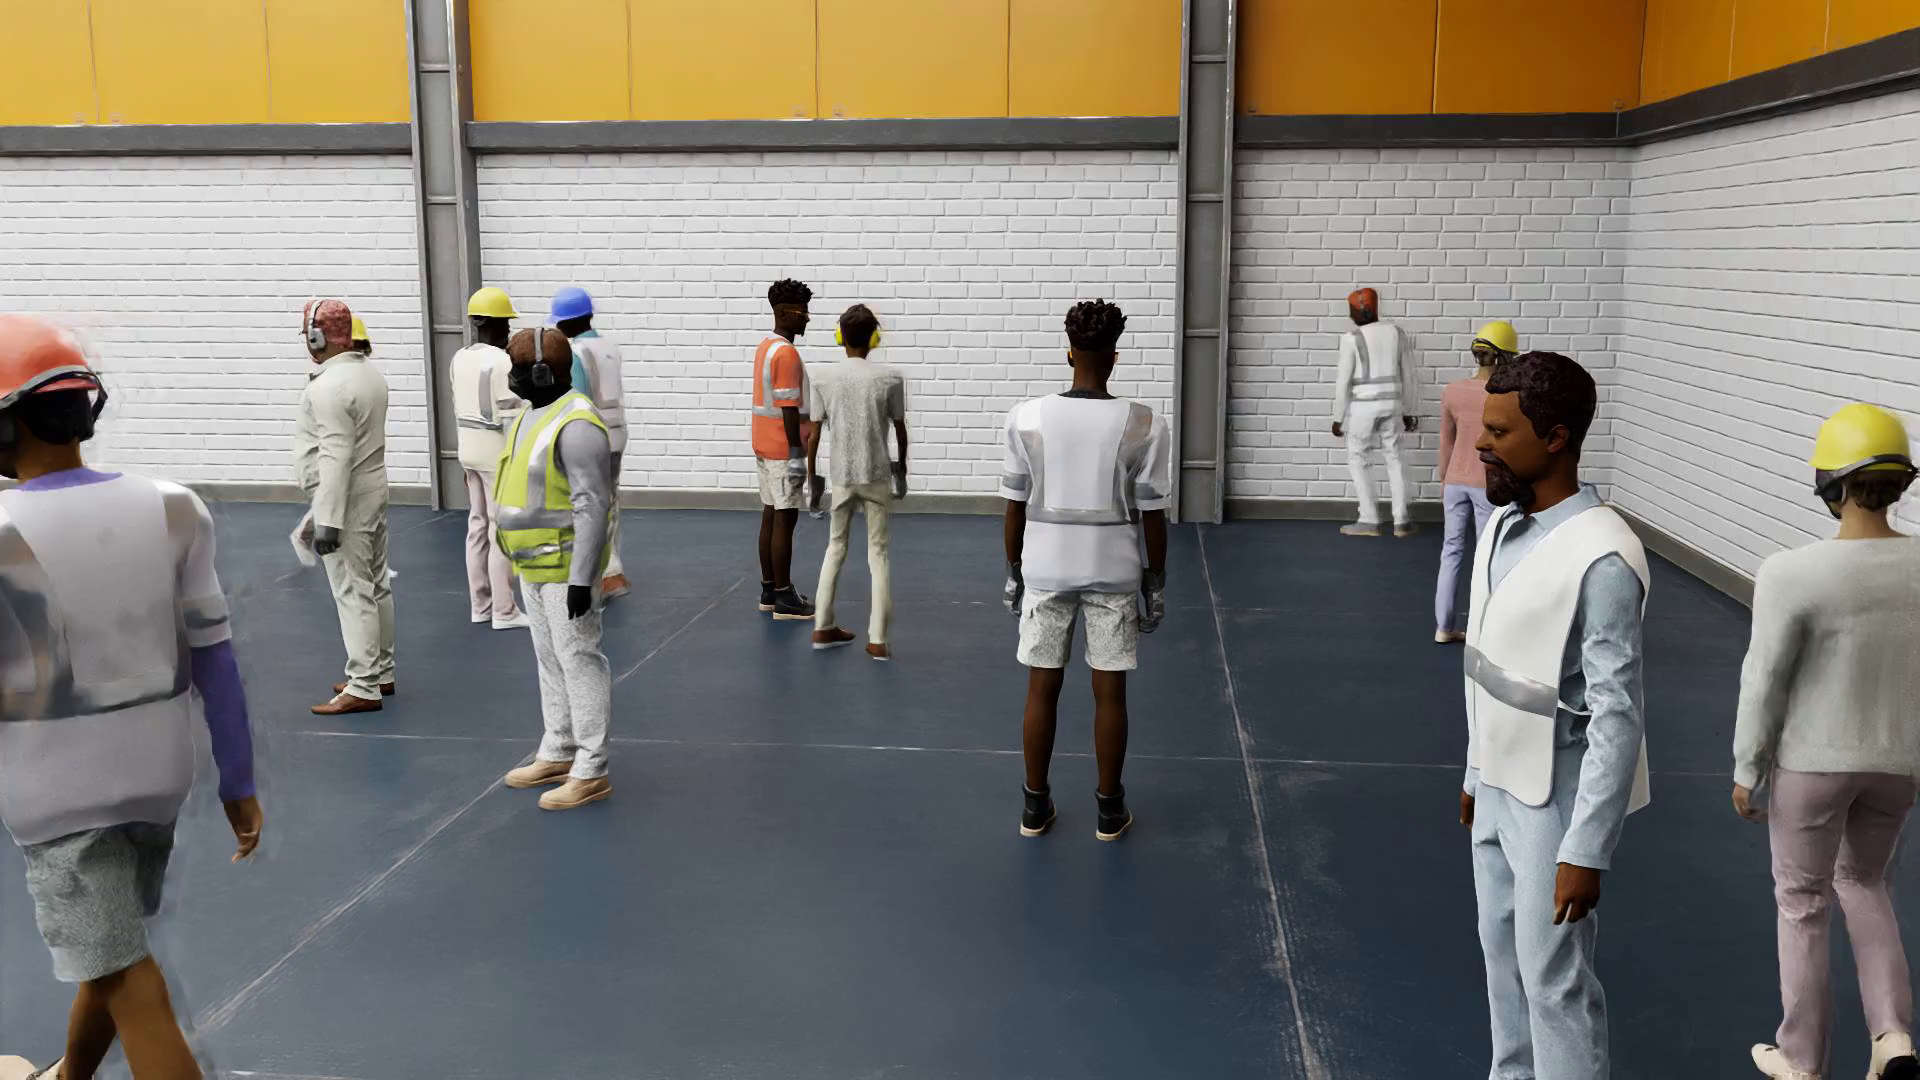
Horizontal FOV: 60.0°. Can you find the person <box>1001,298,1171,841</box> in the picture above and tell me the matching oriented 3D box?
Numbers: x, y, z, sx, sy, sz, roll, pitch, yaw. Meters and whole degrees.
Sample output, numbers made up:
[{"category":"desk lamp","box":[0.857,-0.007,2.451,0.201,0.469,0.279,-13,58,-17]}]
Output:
[{"category":"person","box":[0.450,0.121,5.972,0.606,1.961,0.377,2,10,11]}]

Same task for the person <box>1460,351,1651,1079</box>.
[{"category":"person","box":[1.256,0.556,3.580,0.372,1.916,0.597,-1,10,-4]}]

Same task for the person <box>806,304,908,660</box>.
[{"category":"person","box":[-0.526,-0.299,8.696,0.511,1.846,0.455,2,10,11]}]

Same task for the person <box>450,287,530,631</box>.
[{"category":"person","box":[-2.623,-0.454,9.372,0.589,1.922,0.389,9,14,43]}]

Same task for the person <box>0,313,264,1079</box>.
[{"category":"person","box":[-1.921,0.527,3.539,1.066,1.983,0.620,5,11,27]}]

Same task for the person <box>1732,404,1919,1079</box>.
[{"category":"person","box":[2.168,0.543,4.093,0.542,1.754,0.381,0,10,-3]}]

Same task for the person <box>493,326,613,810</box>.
[{"category":"person","box":[-1.555,0.106,6.386,0.430,1.841,0.623,-7,12,-33]}]

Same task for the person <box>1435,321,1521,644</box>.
[{"category":"person","box":[2.775,-0.275,8.817,0.342,1.755,0.532,-8,13,-37]}]

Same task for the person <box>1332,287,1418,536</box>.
[{"category":"person","box":[3.124,-0.939,12.349,0.727,1.853,0.345,-3,10,-18]}]

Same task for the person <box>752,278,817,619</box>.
[{"category":"person","box":[-1.018,-0.527,9.647,0.374,1.963,0.608,-3,10,-19]}]

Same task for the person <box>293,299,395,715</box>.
[{"category":"person","box":[-2.850,-0.150,7.672,0.402,1.904,0.638,0,10,-2]}]

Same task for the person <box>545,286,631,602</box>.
[{"category":"person","box":[-2.191,-0.581,10.183,0.608,1.919,0.698,4,11,21]}]

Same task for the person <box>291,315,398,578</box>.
[{"category":"person","box":[-4.055,-0.611,10.838,0.749,1.716,0.495,5,11,25]}]
